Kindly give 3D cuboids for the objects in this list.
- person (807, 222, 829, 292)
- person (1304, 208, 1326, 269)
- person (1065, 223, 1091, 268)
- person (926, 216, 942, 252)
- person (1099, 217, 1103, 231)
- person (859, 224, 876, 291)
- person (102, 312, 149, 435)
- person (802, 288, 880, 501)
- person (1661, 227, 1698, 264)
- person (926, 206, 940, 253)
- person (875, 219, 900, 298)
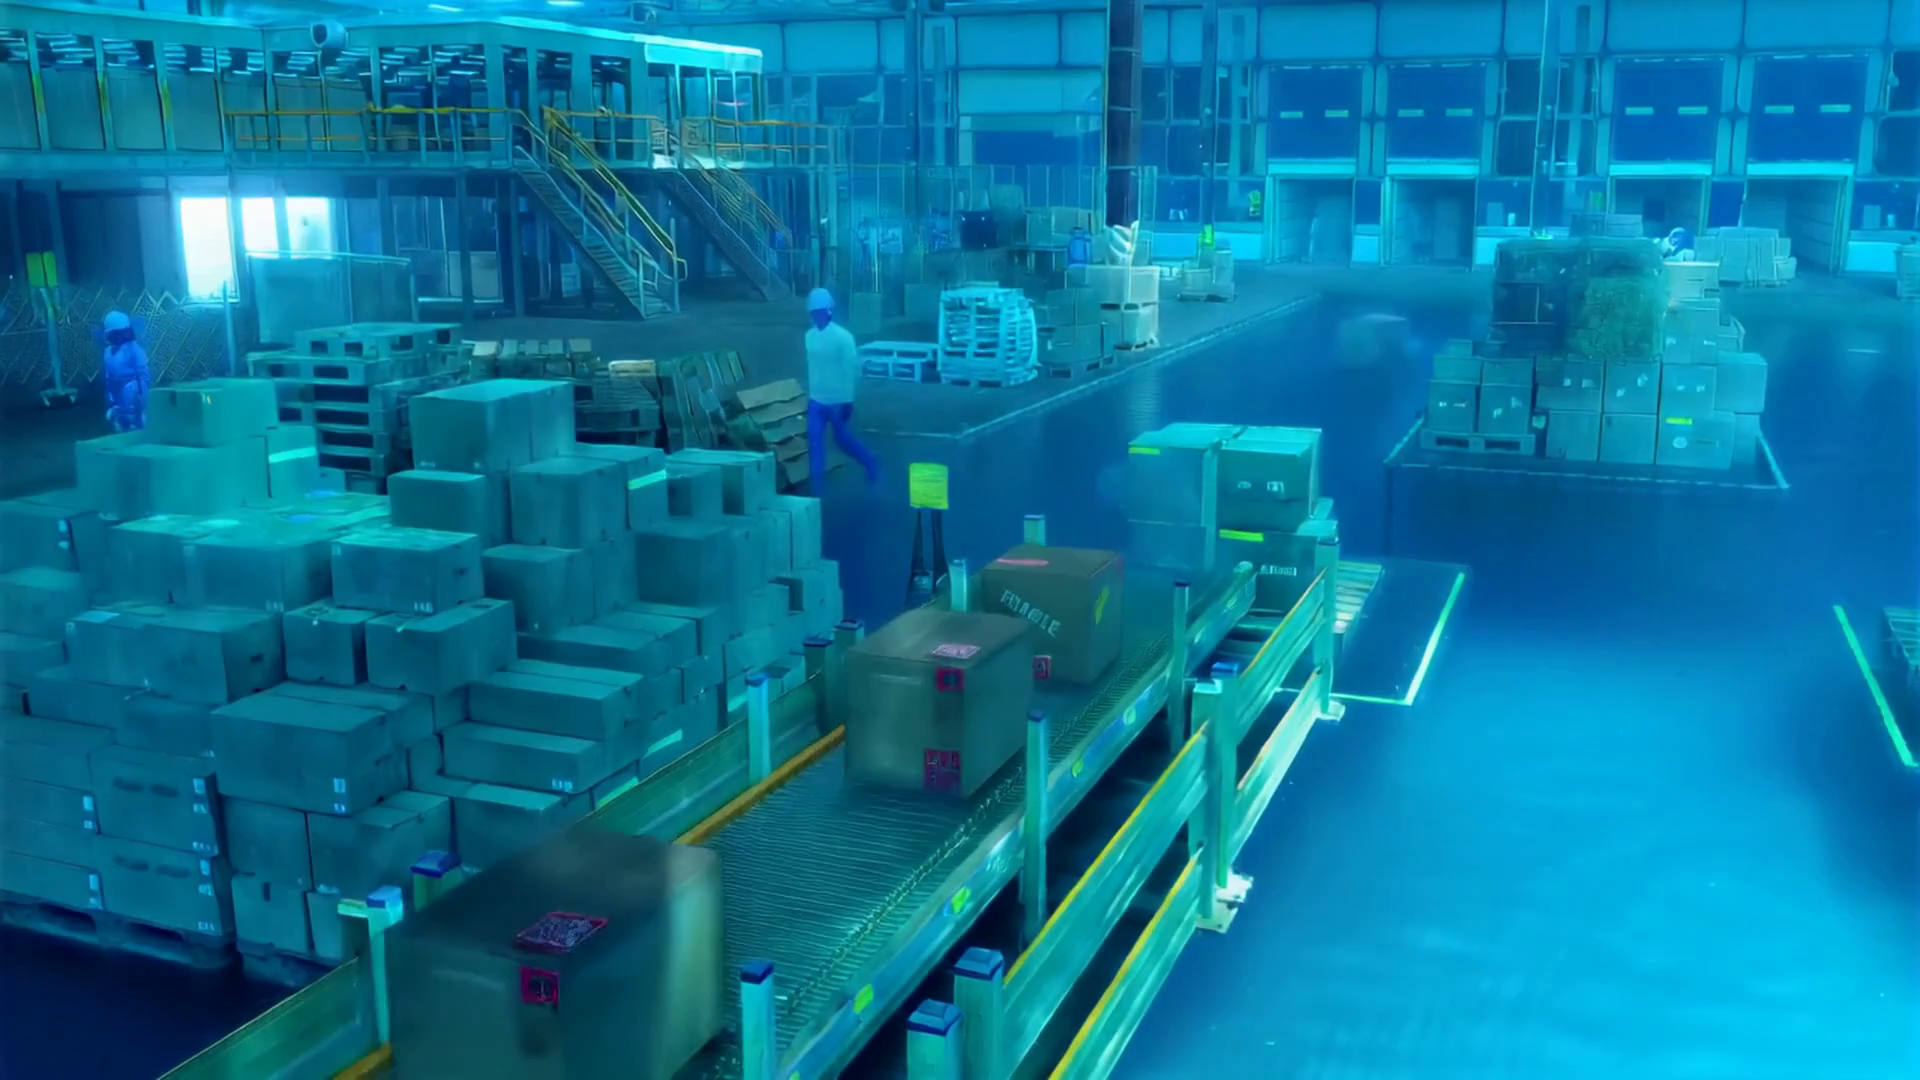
[{"bbox_3d":[-3.177,-6.194,37.310,0.504,1.847,0.345,4,13,19],"label":"person"},{"bbox_3d":[10.818,-9.159,50.604,0.535,1.851,0.538,3,13,15],"label":"person"},{"bbox_3d":[2.378,-5.435,33.696,0.553,1.935,0.365,-2,13,-10],"label":"person"},{"bbox_3d":[-0.618,-7.283,42.211,0.337,1.855,0.727,6,14,25],"label":"person"},{"bbox_3d":[4.361,-8.922,49.337,0.636,1.934,0.552,4,13,18],"label":"person"},{"bbox_3d":[-1.886,-5.462,33.888,0.397,1.911,0.587,1,13,3],"label":"person"},{"bbox_3d":[-7.635,-1.219,15.253,0.484,1.738,0.347,4,13,18],"label":"person"},{"bbox_3d":[-1.139,-1.330,15.234,0.622,1.968,0.829,10,16,38],"label":"person"},{"bbox_3d":[12.290,-4.376,28.713,0.538,2.000,0.690,-7,14,-28],"label":"person"},{"bbox_3d":[-0.764,-10.168,55.228,0.919,1.798,0.659,3,13,12],"label":"person"},{"bbox_3d":[-1.723,-6.572,38.976,0.581,1.871,0.562,4,13,17],"label":"person"}]
